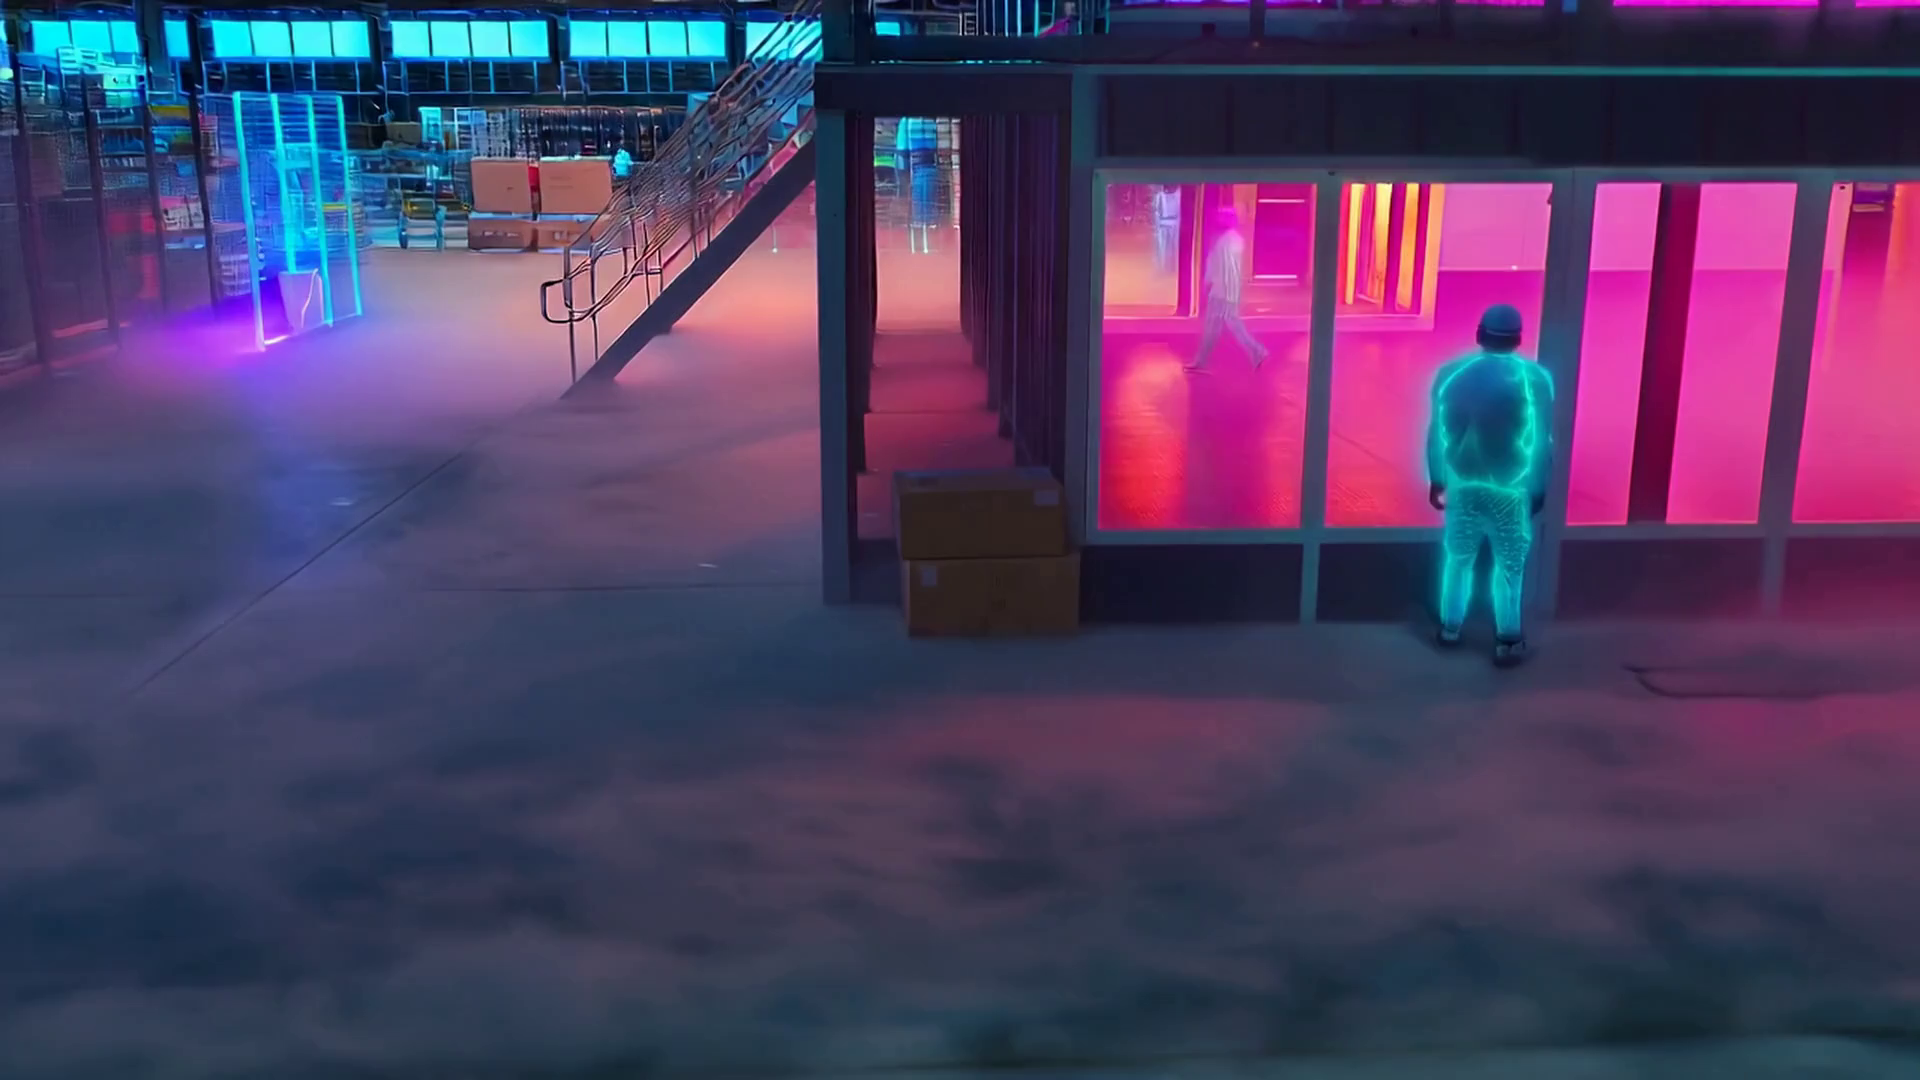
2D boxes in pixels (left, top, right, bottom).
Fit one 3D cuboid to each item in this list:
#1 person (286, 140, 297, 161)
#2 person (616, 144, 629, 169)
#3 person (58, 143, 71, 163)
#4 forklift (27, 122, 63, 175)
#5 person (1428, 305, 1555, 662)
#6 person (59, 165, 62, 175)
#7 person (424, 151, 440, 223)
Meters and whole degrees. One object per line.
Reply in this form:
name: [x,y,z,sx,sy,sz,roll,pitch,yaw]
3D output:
person: [-33.092,-18.859,82.625,0.655,1.929,0.638,8,16,30]
person: [-15.893,-17.712,78.310,0.596,1.806,0.761,-5,15,-20]
person: [-39.611,-16.600,73.656,0.551,1.910,0.845,-1,14,-3]
forklift: [-35.376,-14.773,64.377,1.129,2.768,1.873,-1,14,-2]
person: [2.731,-0.286,8.583,0.619,1.845,0.430,7,16,27]
person: [-31.196,-12.383,57.381,0.294,1.622,0.506,7,16,26]
person: [-13.971,-9.315,44.276,0.394,2.037,0.605,3,14,13]
